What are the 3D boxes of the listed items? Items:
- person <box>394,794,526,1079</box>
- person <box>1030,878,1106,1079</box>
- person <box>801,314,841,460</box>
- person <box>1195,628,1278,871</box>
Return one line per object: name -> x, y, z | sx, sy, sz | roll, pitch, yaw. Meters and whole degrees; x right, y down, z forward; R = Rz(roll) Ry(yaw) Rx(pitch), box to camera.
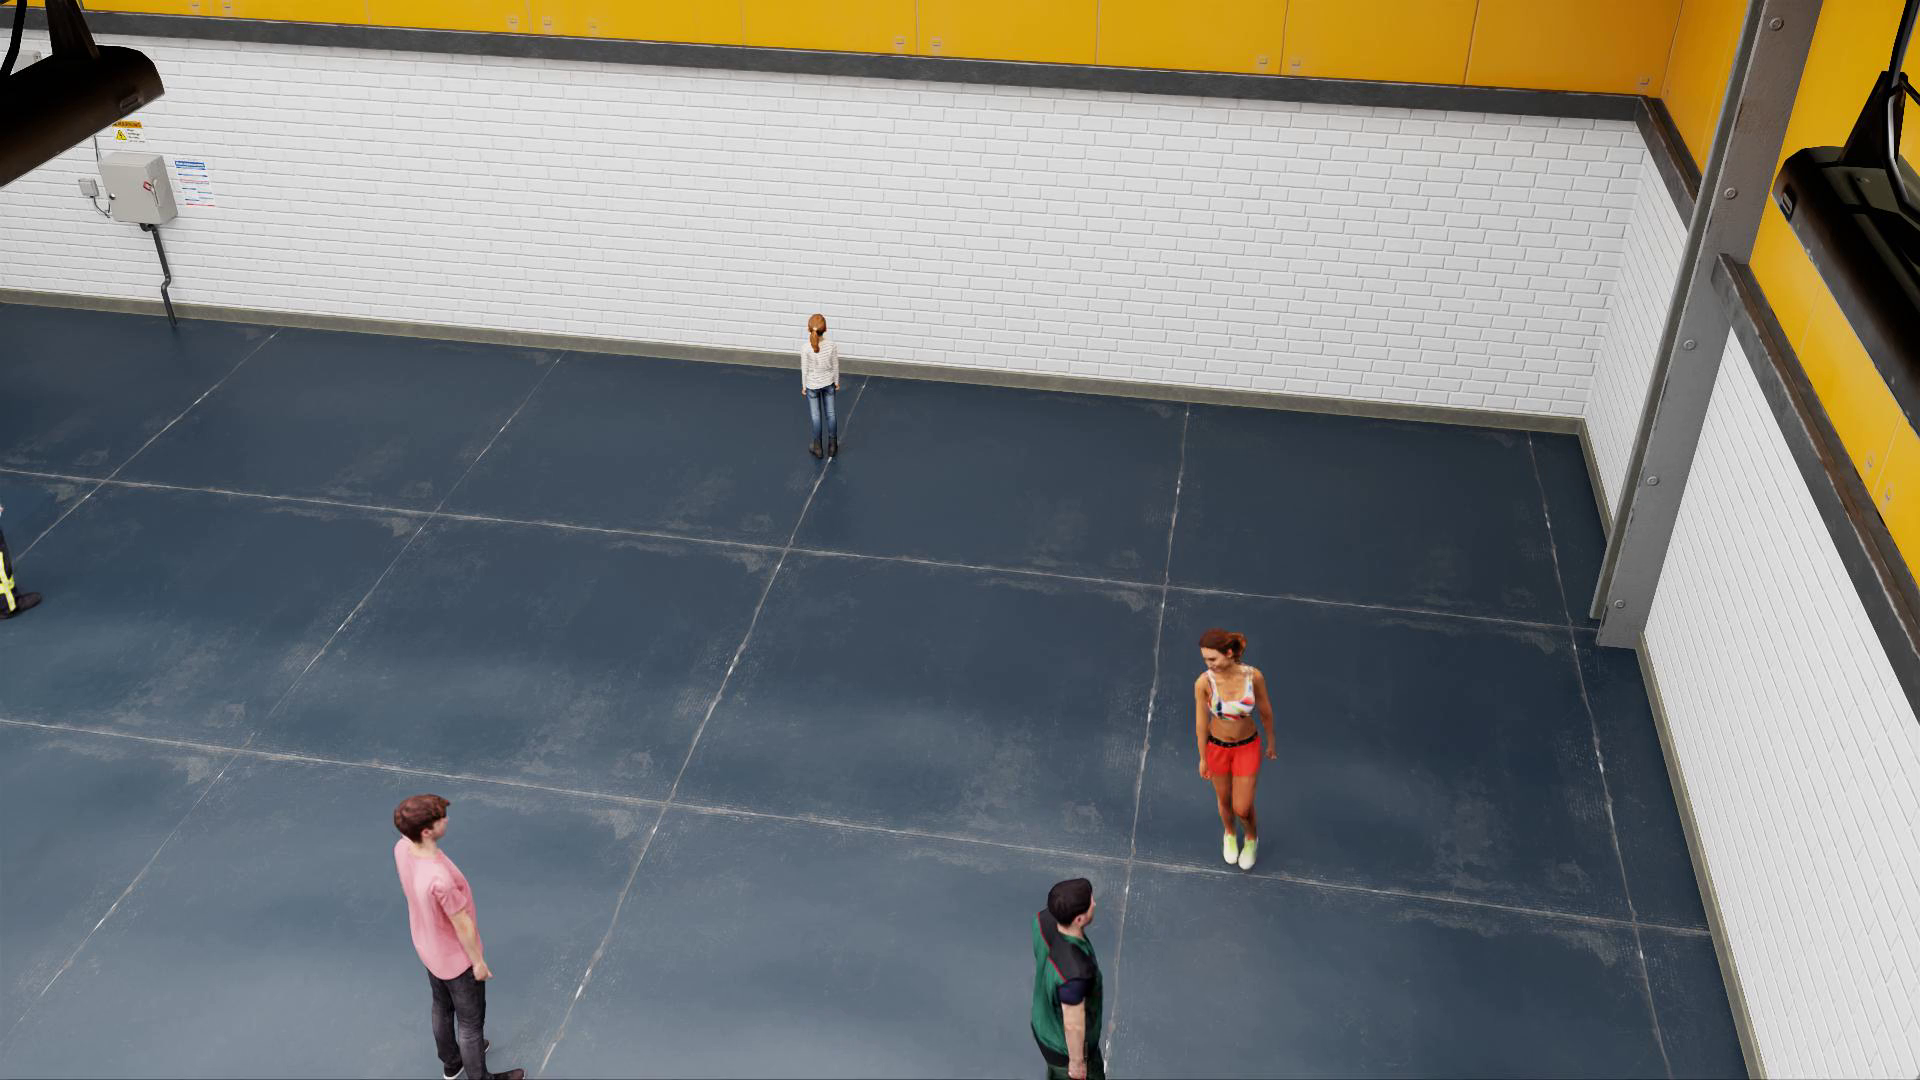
person -> -2.610, 2.069, 8.437 | 0.715, 1.959, 0.720 | 26, 41, 33
person -> 0.447, 2.382, 8.027 | 0.942, 1.893, 0.911 | -8, 34, -12
person -> -1.181, -1.307, 14.098 | 0.556, 1.316, 0.595 | -9, 35, -14
person -> 1.633, 1.236, 9.883 | 0.688, 1.745, 0.618 | -4, 34, -6
